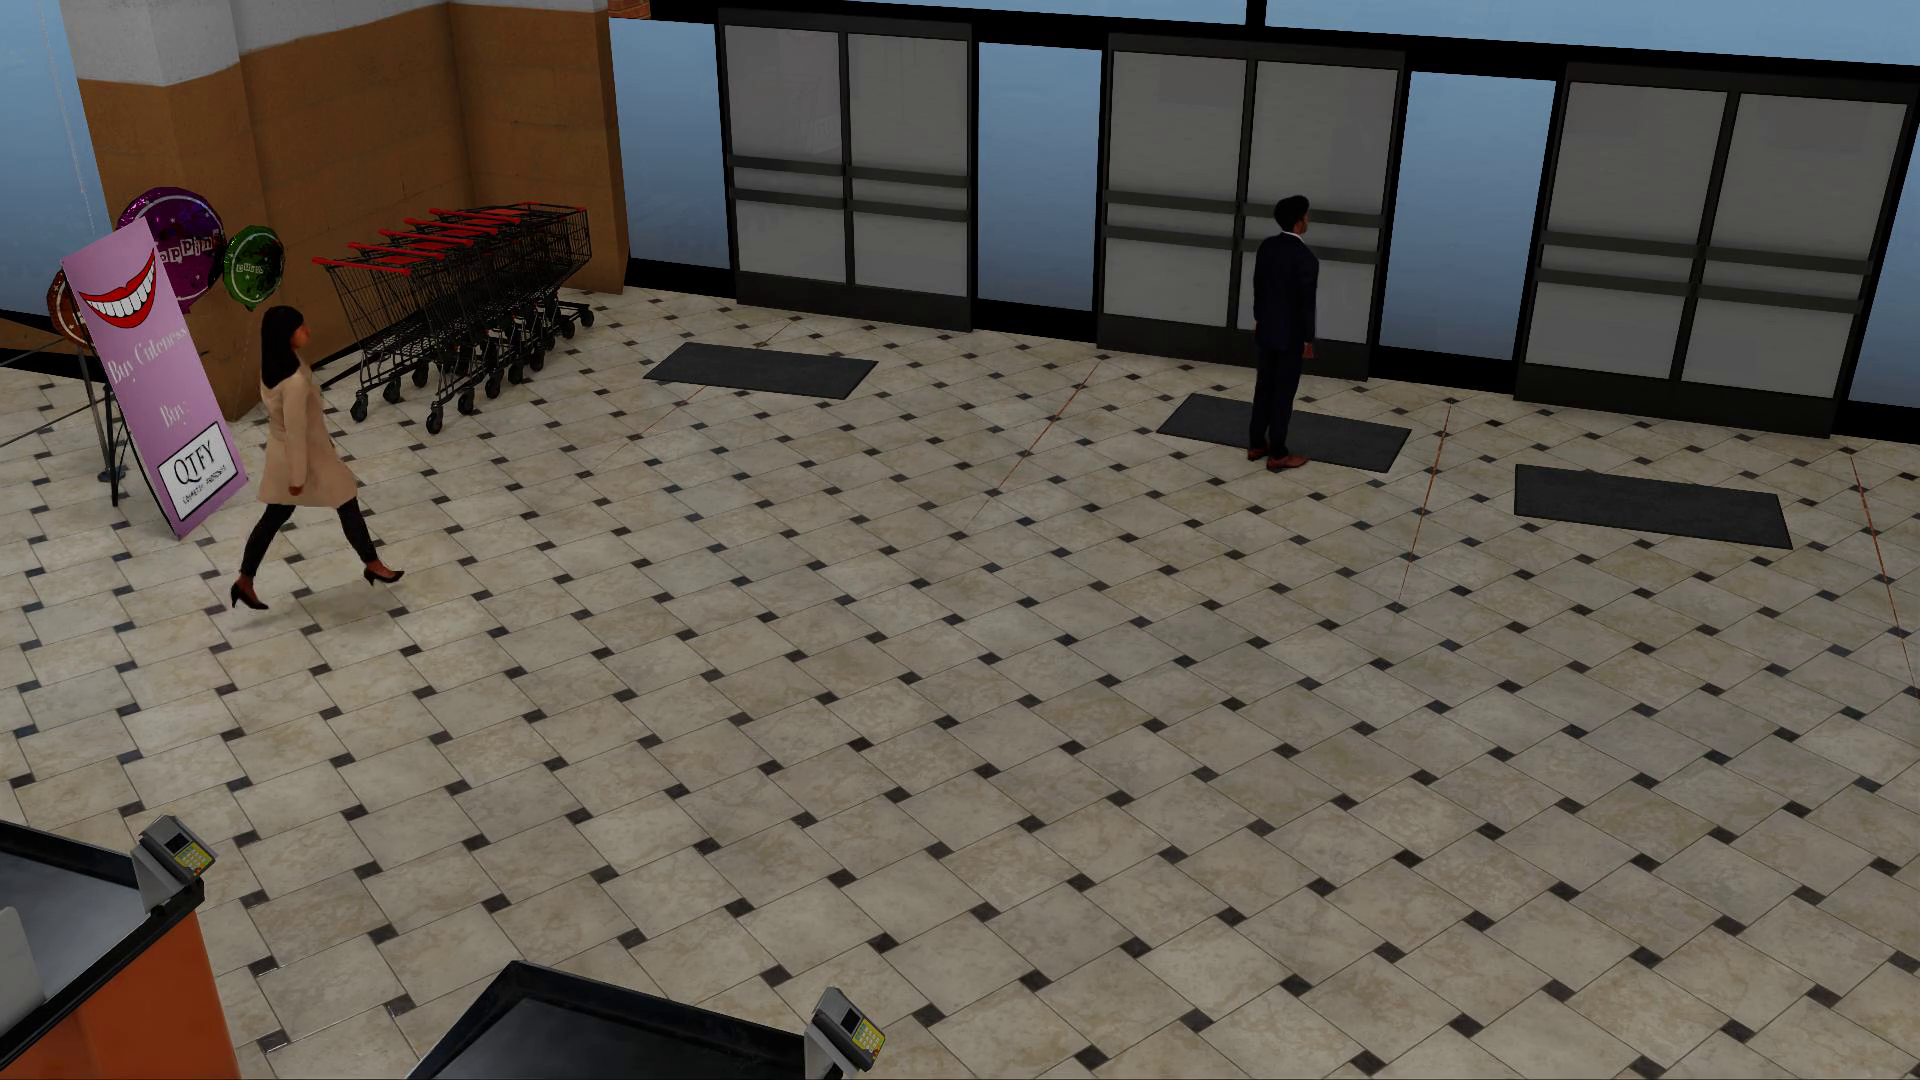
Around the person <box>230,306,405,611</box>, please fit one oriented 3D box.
[{"bbox_3d":[-3.482,-0.360,8.538,1.198,1.635,1.001,-19,33,-33],"label":"person"}]

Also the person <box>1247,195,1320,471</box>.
[{"bbox_3d":[1.977,-1.275,10.243,0.732,1.726,0.712,-17,31,-29],"label":"person"}]
